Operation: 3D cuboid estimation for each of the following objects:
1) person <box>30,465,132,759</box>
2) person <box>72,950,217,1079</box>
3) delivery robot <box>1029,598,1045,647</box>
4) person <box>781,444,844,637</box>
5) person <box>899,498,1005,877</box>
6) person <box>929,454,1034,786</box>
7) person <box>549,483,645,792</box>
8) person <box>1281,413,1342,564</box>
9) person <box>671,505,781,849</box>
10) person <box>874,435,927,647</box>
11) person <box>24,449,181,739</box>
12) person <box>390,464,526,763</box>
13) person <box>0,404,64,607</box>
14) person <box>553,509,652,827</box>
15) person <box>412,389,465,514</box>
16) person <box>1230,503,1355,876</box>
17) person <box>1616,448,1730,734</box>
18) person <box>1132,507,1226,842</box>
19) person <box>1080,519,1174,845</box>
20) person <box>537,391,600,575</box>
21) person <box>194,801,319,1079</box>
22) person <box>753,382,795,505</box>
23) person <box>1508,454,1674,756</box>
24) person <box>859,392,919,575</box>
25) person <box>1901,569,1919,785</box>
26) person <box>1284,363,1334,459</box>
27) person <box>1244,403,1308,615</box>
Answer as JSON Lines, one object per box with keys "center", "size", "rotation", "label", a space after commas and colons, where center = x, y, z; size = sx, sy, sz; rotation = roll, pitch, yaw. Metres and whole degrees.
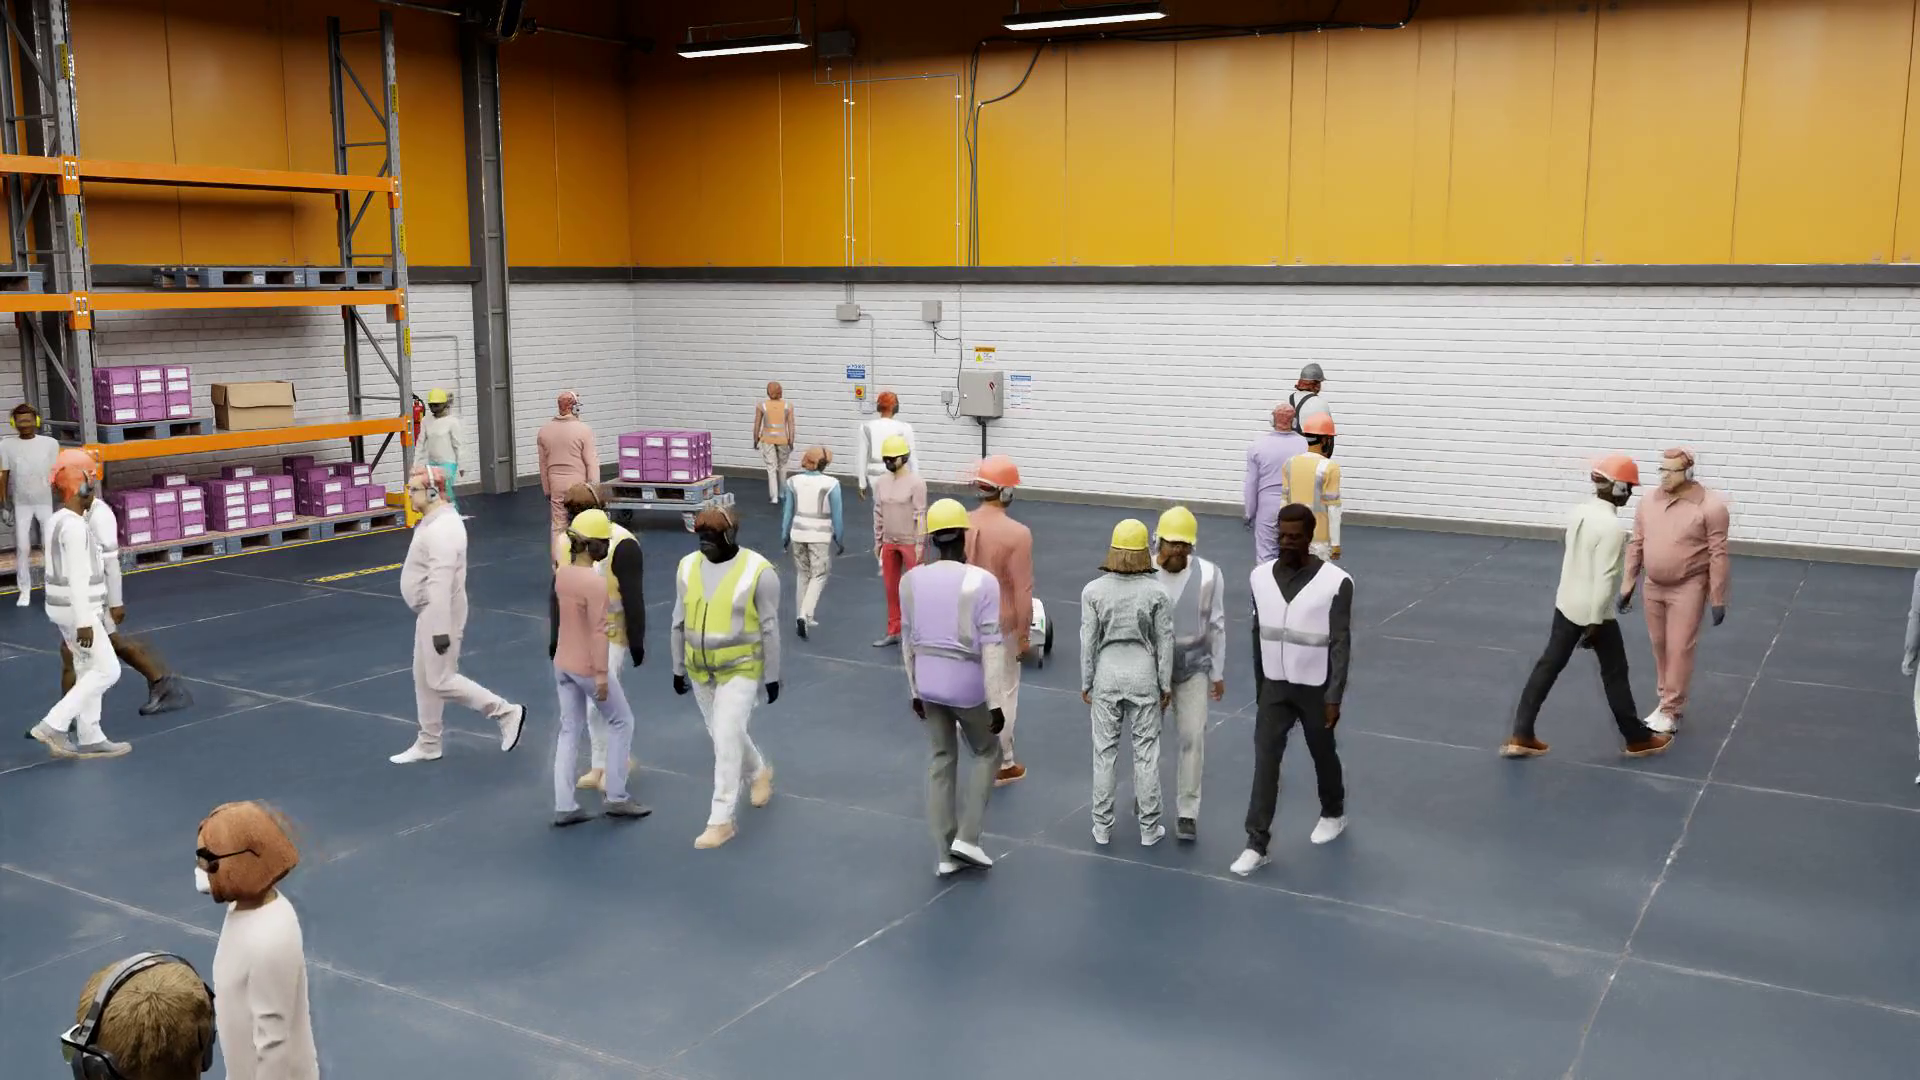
{"center": [-5.470, 0.463, 10.299], "size": [0.466, 1.858, 0.606], "rotation": [-6, 11, -34], "label": "person"}
{"center": [-1.289, 1.624, 2.802], "size": [0.371, 1.939, 0.629], "rotation": [4, 10, 22], "label": "person"}
{"center": [0.489, 0.623, 13.066], "size": [0.477, 0.478, 0.707], "rotation": [0, 9, 0], "label": "delivery robot"}
{"center": [-1.278, 0.004, 13.936], "size": [0.526, 1.616, 0.669], "rotation": [4, 10, 25], "label": "person"}
{"center": [-0.026, 0.747, 8.377], "size": [0.628, 1.900, 0.441], "rotation": [6, 11, 32], "label": "person"}
{"center": [0.138, 0.491, 9.736], "size": [0.614, 1.982, 0.587], "rotation": [7, 12, 39], "label": "person"}
{"center": [-2.141, 0.572, 9.709], "size": [0.649, 1.825, 0.474], "rotation": [7, 11, 36], "label": "person"}
{"center": [2.820, -0.047, 13.244], "size": [0.377, 1.932, 0.552], "rotation": [-7, 12, -39], "label": "person"}
{"center": [-1.254, 0.688, 9.108], "size": [0.642, 1.811, 0.892], "rotation": [4, 10, 25], "label": "person"}
{"center": [-0.489, 0.026, 13.353], "size": [0.520, 1.755, 0.356], "rotation": [6, 11, 34], "label": "person"}
{"center": [-5.758, 0.327, 11.120], "size": [1.003, 1.892, 0.549], "rotation": [-9, 13, -44], "label": "person"}
{"center": [-3.140, 0.461, 10.256], "size": [0.734, 1.884, 0.643], "rotation": [-3, 10, -18], "label": "person"}
{"center": [-8.472, -0.320, 15.208], "size": [0.527, 1.856, 0.321], "rotation": [-4, 10, -26], "label": "person"}
{"center": [-2.002, 0.698, 9.178], "size": [0.648, 1.741, 0.540], "rotation": [-8, 12, -41], "label": "person"}
{"center": [-5.968, -0.857, 18.971], "size": [0.546, 1.725, 0.895], "rotation": [4, 10, 23], "label": "person"}
{"center": [1.760, 0.739, 8.610], "size": [0.606, 1.880, 1.004], "rotation": [7, 11, 35], "label": "person"}
{"center": [4.645, 0.343, 11.007], "size": [0.807, 1.883, 0.663], "rotation": [-6, 11, -32], "label": "person"}
{"center": [1.130, 0.709, 8.969], "size": [0.615, 1.789, 0.847], "rotation": [1, 9, 4], "label": "person"}
{"center": [0.886, 0.753, 8.850], "size": [0.492, 1.742, 0.321], "rotation": [2, 9, 9], "label": "person"}
{"center": [-3.740, -0.486, 16.071], "size": [0.644, 1.908, 0.408], "rotation": [3, 10, 20], "label": "person"}
{"center": [-1.853, 1.496, 4.591], "size": [0.576, 1.615, 0.520], "rotation": [-6, 11, -33], "label": "person"}
{"center": [-2.471, -1.284, 22.027], "size": [0.530, 1.595, 0.850], "rotation": [-2, 9, -14], "label": "person"}
{"center": [3.928, 0.428, 10.353], "size": [1.075, 1.929, 0.622], "rotation": [-1, 9, -9], "label": "person"}
{"center": [-0.713, -0.595, 16.993], "size": [0.589, 1.835, 0.907], "rotation": [2, 9, 15], "label": "person"}
{"center": [5.754, 0.686, 9.625], "size": [0.532, 1.618, 0.353], "rotation": [4, 10, 24], "label": "person"}
{"center": [3.925, -0.964, 18.636], "size": [0.536, 2.000, 0.681], "rotation": [-5, 10, -29], "label": "person"}
{"center": [2.815, -0.250, 14.604], "size": [0.651, 1.906, 0.403], "rotation": [0, 9, 3], "label": "person"}
